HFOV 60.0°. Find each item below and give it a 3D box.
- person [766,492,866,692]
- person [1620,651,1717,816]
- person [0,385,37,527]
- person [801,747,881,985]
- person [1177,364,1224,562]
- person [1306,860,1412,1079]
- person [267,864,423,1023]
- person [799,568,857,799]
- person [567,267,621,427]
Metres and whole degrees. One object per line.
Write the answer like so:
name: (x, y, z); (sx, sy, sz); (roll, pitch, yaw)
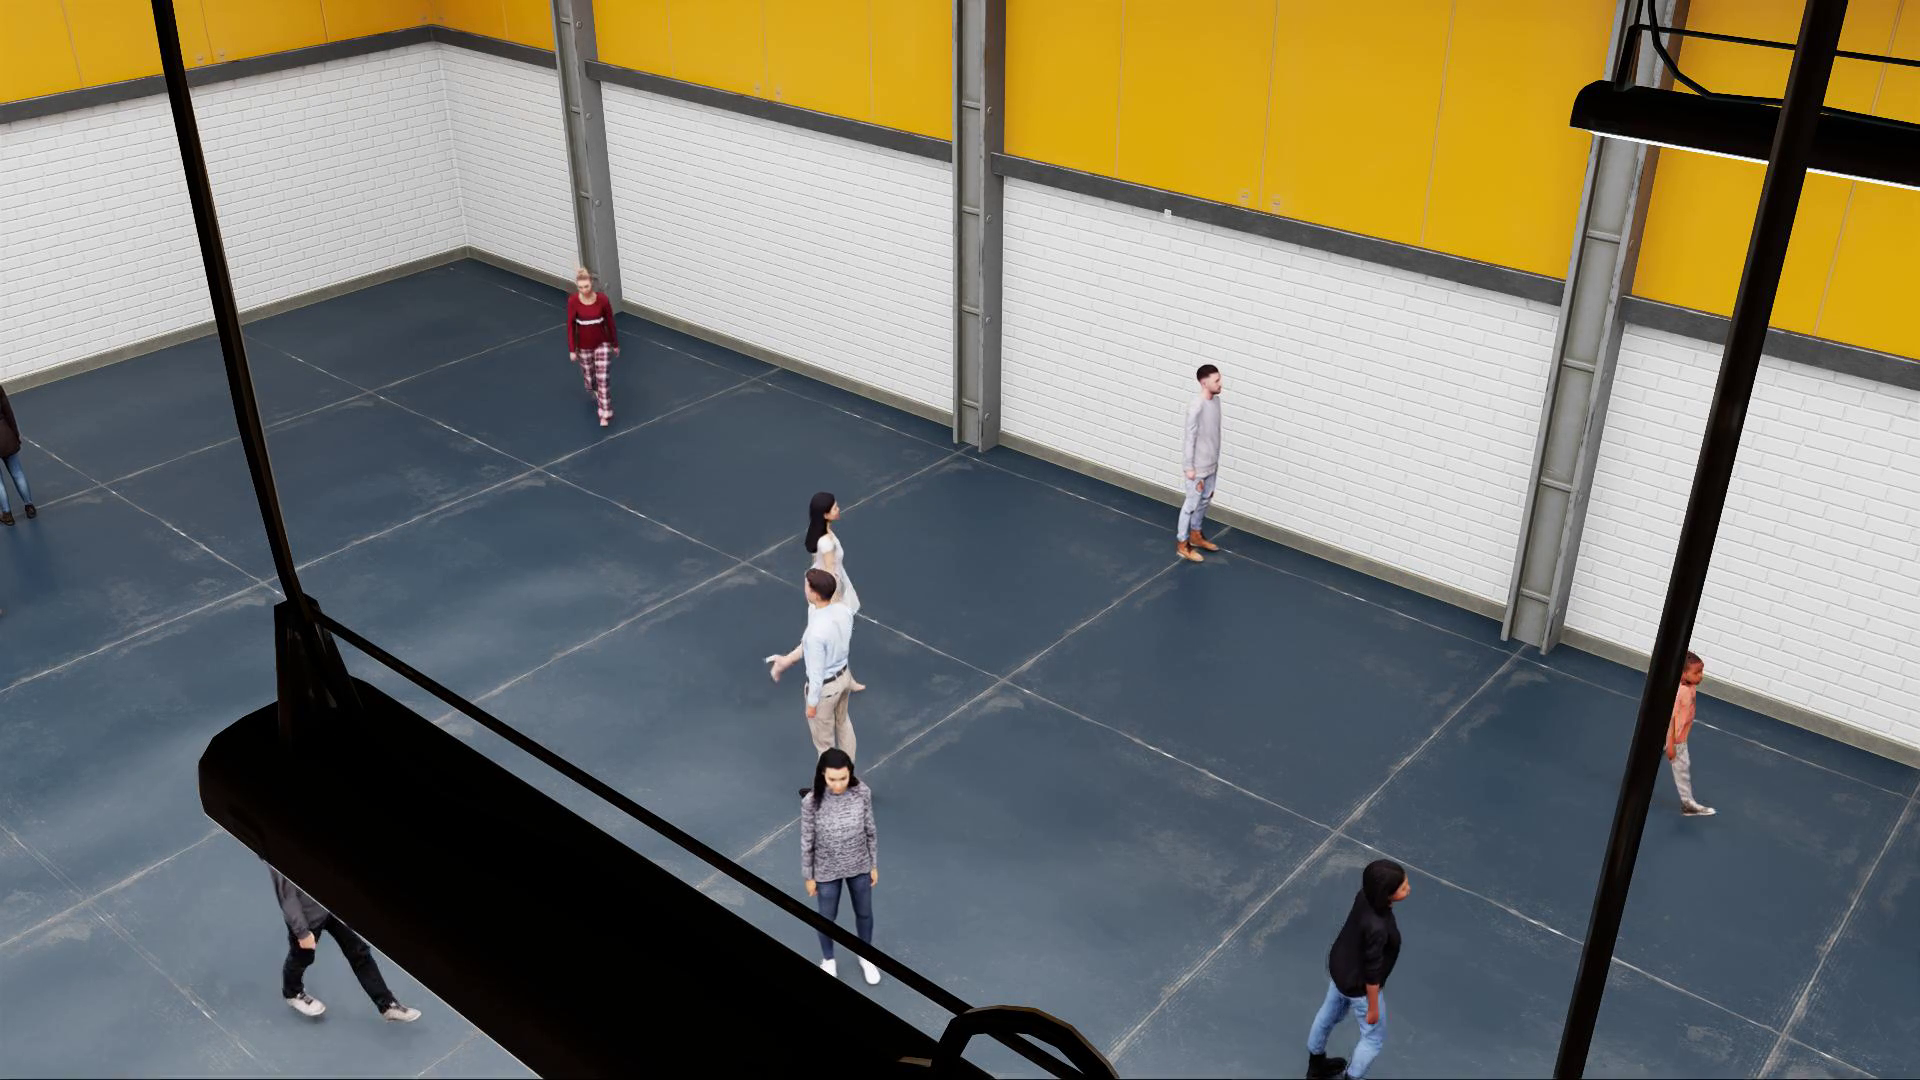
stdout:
person: (-1.087, 0.465, 12.736); (1.040, 1.756, 1.036); (-7, 29, -12)
person: (4.909, 1.324, 11.656); (0.621, 1.282, 0.909); (-21, 35, -33)
person: (-8.954, -0.923, 15.409); (0.649, 1.633, 0.626); (-24, 37, -37)
person: (-0.717, 1.951, 10.038); (0.703, 1.732, 0.722); (-8, 30, -14)
person: (2.144, -0.717, 14.817); (0.567, 1.837, 0.681); (20, 34, 32)
person: (2.158, 2.445, 9.184); (0.766, 1.681, 0.707); (-3, 29, -6)
person: (-3.832, 2.150, 9.696); (1.223, 1.708, 0.884); (10, 30, 18)
person: (-0.928, 1.024, 11.618); (0.659, 1.846, 0.699); (14, 32, 24)
person: (-3.842, -2.062, 17.450); (0.994, 1.677, 1.096); (-8, 30, -15)
